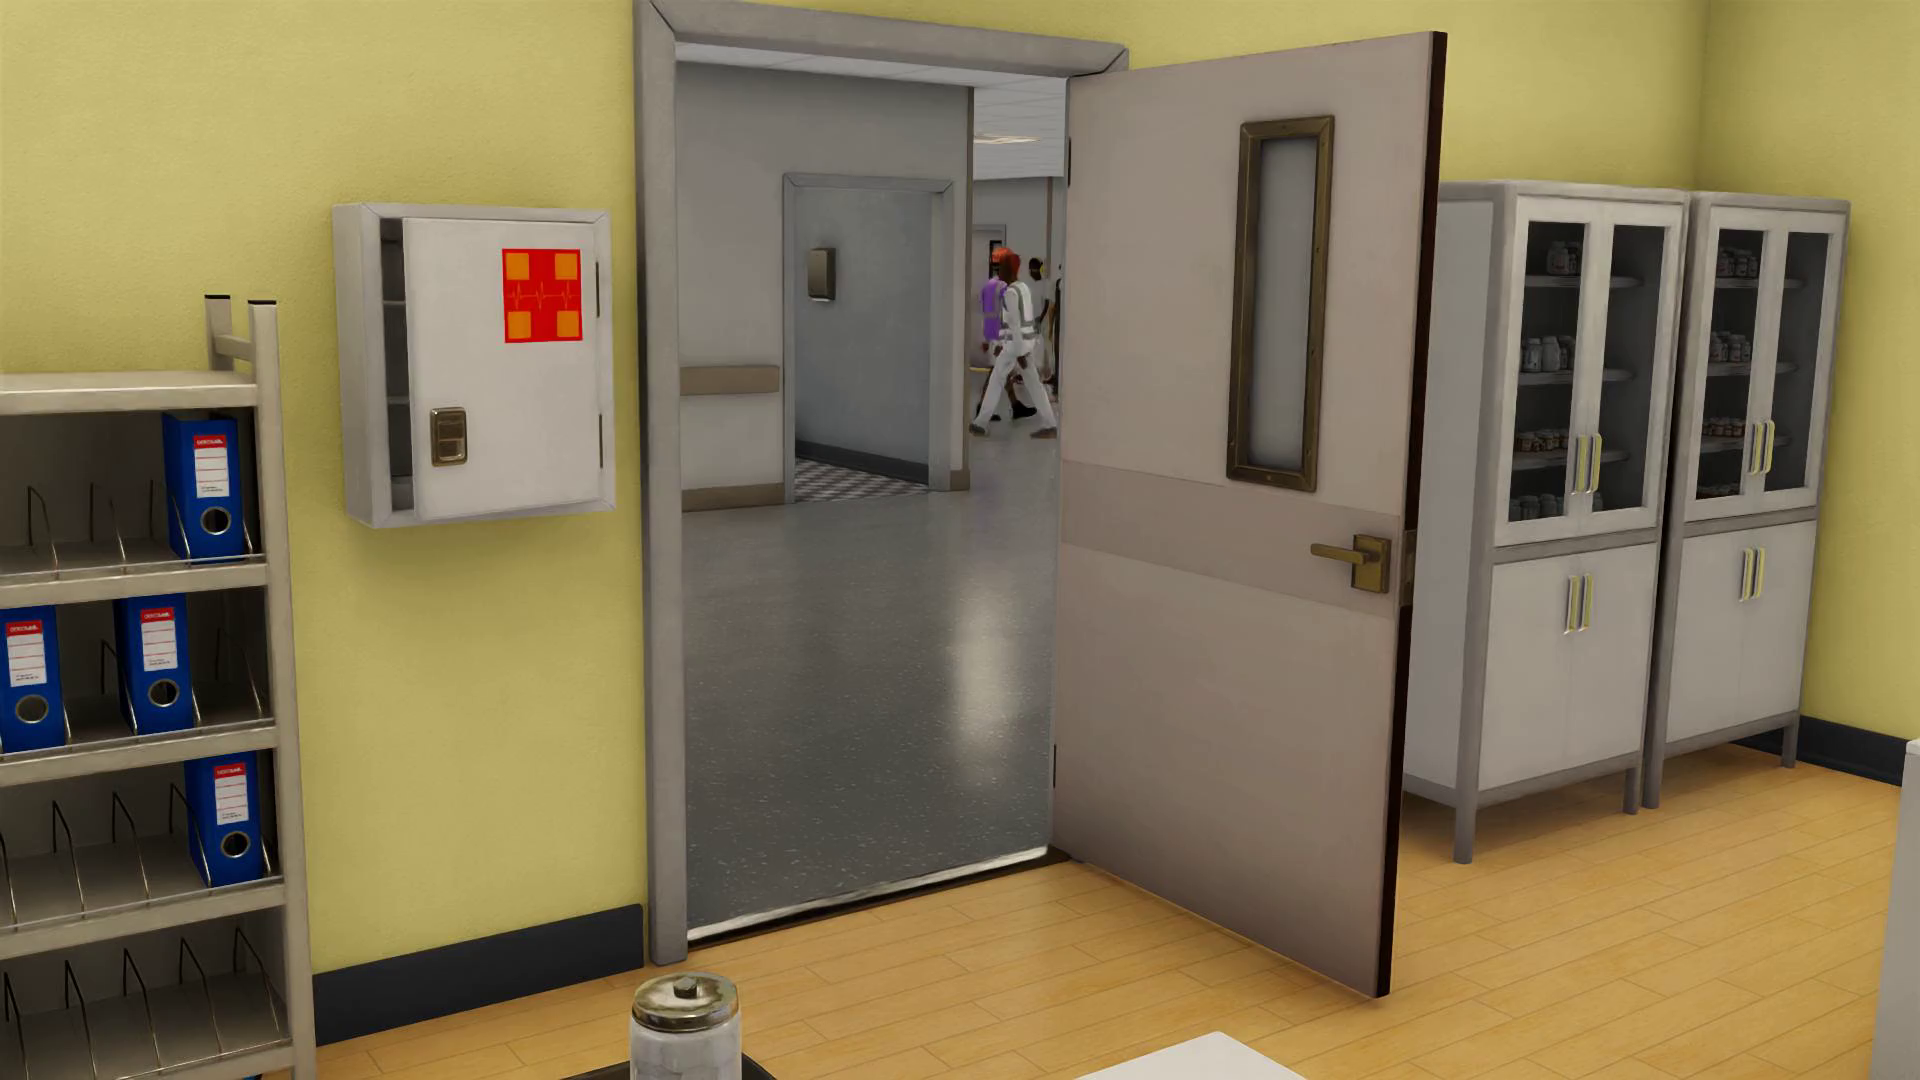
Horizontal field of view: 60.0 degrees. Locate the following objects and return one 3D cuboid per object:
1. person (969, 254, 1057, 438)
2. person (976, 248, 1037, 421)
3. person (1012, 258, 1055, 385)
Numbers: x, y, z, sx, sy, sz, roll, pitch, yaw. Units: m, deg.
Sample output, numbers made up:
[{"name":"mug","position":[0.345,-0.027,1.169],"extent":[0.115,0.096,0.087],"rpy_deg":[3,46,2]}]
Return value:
[{"name":"person","position":[0.535,-1.906,16.462],"extent":[1.018,1.828,0.579],"rpy_deg":[5,10,23]},{"name":"person","position":[0.517,-2.247,18.284],"extent":[0.856,1.896,0.552],"rpy_deg":[-4,10,-24]},{"name":"person","position":[1.110,-3.104,23.713],"extent":[0.484,1.802,1.037],"rpy_deg":[9,13,41]}]
